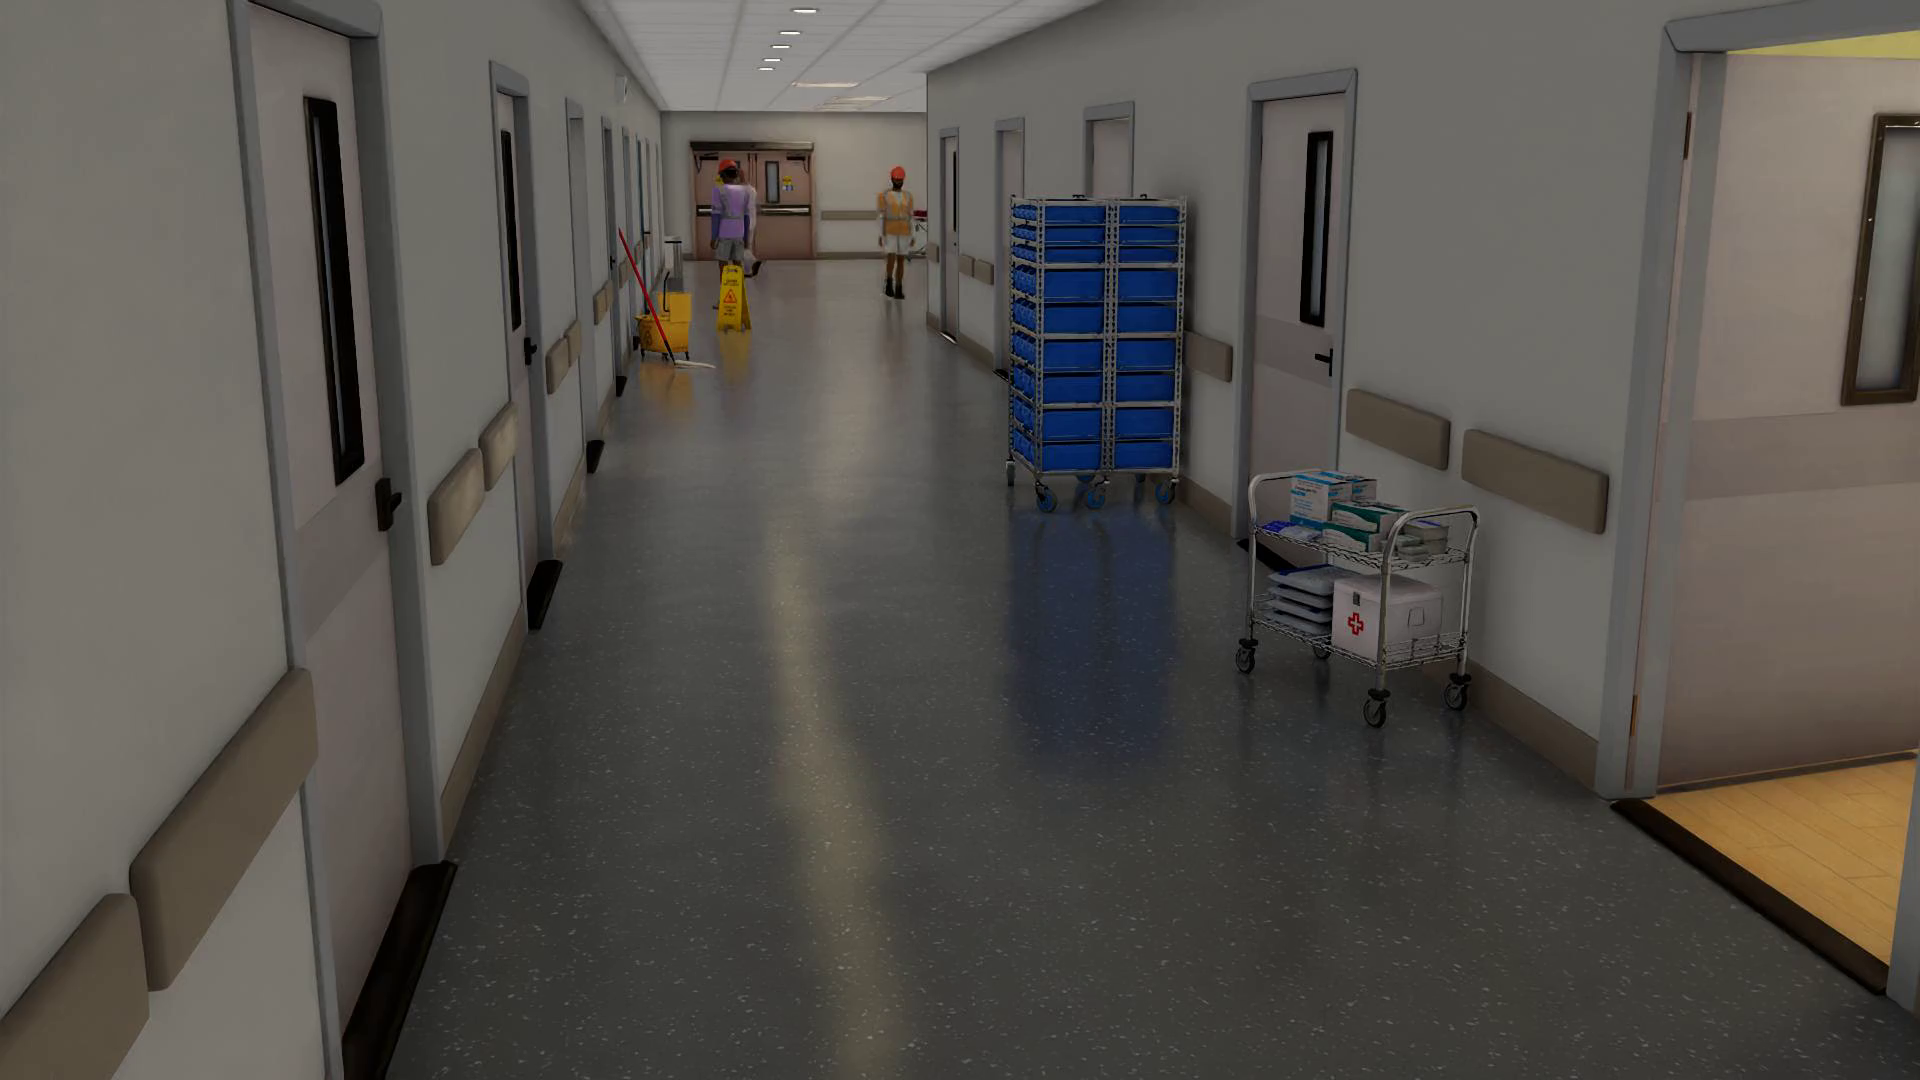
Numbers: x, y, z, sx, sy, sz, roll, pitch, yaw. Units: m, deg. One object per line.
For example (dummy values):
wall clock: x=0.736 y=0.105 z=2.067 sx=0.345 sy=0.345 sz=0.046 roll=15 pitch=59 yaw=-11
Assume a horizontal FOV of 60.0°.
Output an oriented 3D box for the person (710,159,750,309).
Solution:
person: x=-3.134 y=-4.148 z=22.613 sx=0.611 sy=2.028 sz=0.409 roll=-12 pitch=17 yaw=-42

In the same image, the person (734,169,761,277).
person: x=-3.710 y=-5.483 z=28.870 sx=0.613 sy=1.881 sz=0.687 roll=8 pitch=15 yaw=32

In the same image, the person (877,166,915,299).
person: x=-0.915 y=-4.492 z=24.345 sx=0.566 sy=1.926 sz=0.400 roll=-5 pitch=14 yaw=-22
